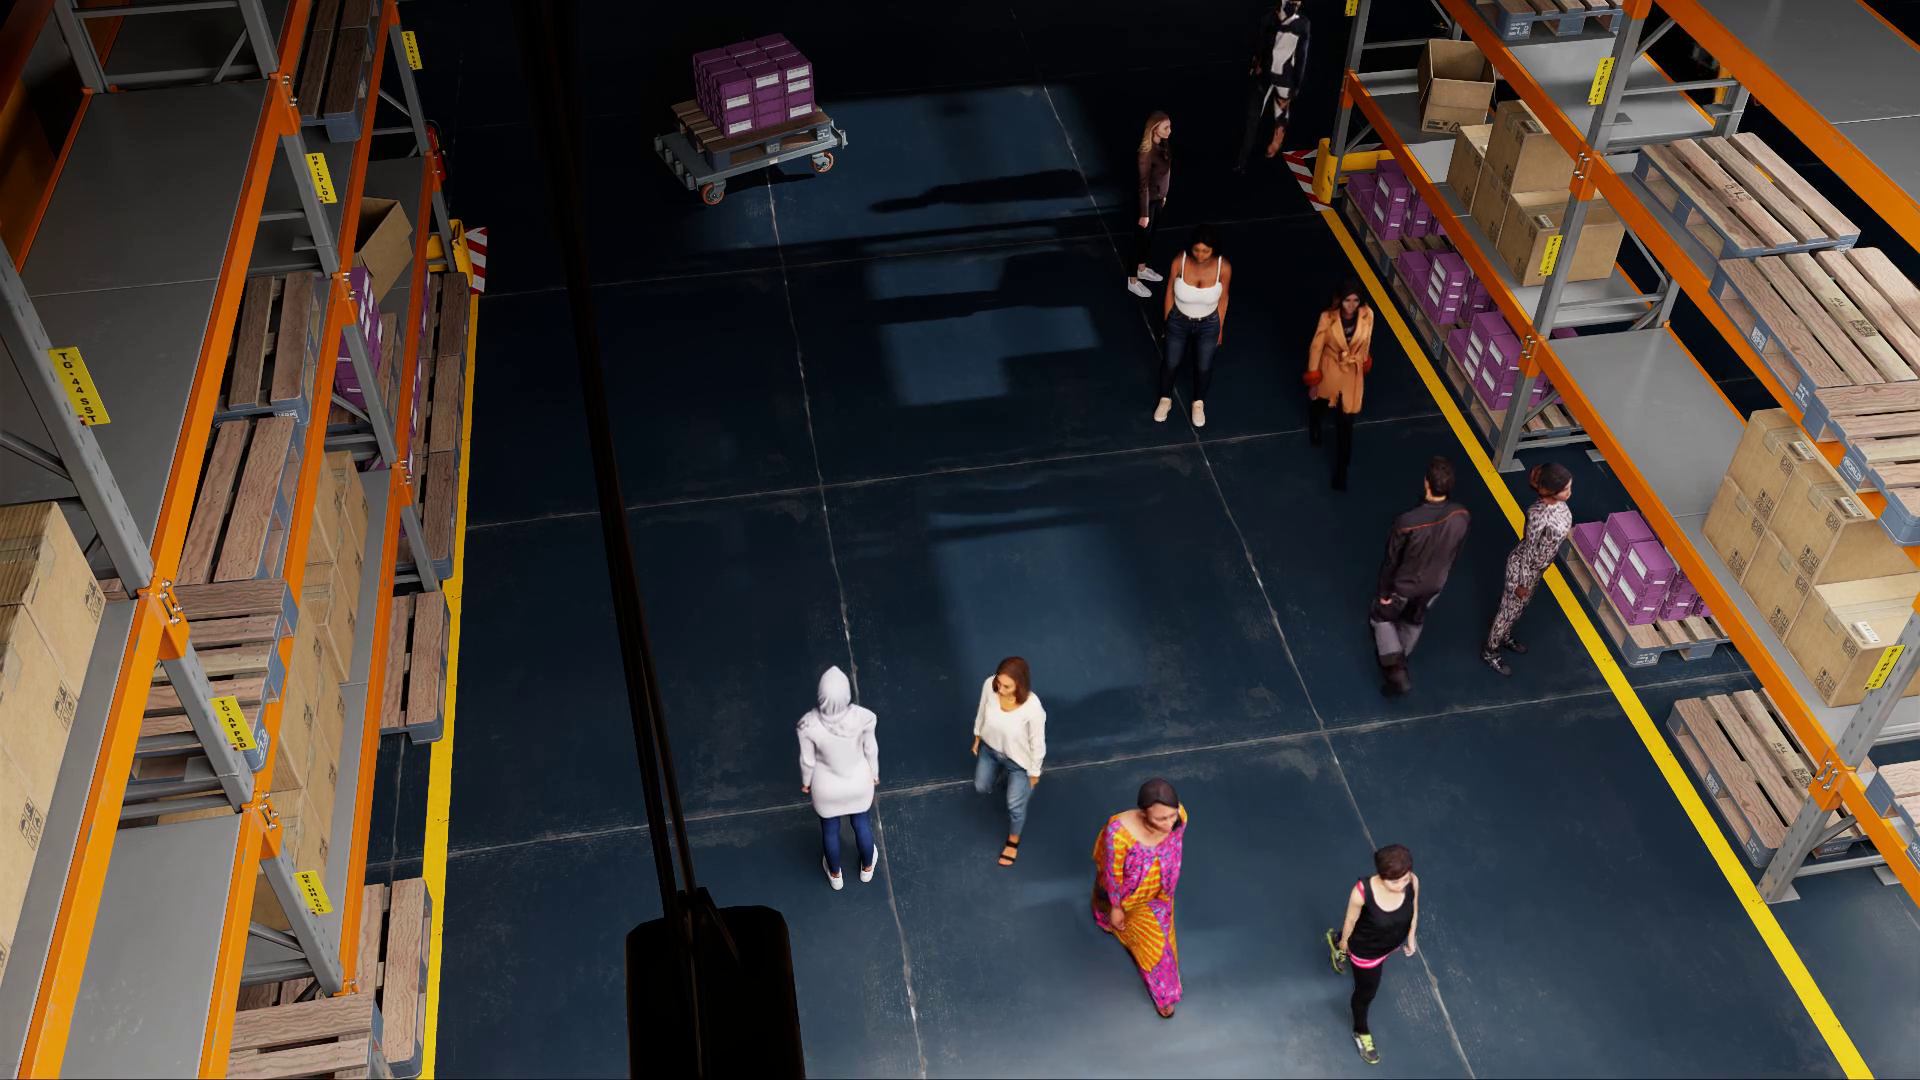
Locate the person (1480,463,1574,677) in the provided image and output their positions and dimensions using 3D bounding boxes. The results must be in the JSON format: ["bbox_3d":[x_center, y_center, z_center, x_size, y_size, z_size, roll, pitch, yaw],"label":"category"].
[{"bbox_3d":[3.729,0.169,10.916,0.735,1.714,0.681,28,50,27],"label":"person"}]

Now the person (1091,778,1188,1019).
[{"bbox_3d":[0.966,1.816,9.237,0.708,1.645,1.213,-10,45,-11],"label":"person"}]

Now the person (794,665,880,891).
[{"bbox_3d":[-0.687,1.389,9.591,0.608,1.775,0.536,-6,44,-6],"label":"person"}]

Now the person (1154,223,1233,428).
[{"bbox_3d":[1.788,-1.671,12.782,0.720,1.805,0.720,7,44,8],"label":"person"}]

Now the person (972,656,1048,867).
[{"bbox_3d":[0.323,1.221,9.842,0.822,1.673,0.880,27,50,25],"label":"person"}]

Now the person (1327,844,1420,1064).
[{"bbox_3d":[2.236,2.093,9.033,0.666,1.526,1.036,-14,45,-15],"label":"person"}]

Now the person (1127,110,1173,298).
[{"bbox_3d":[1.607,-2.882,14.126,0.731,1.704,0.637,20,47,20],"label":"person"}]

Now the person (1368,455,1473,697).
[{"bbox_3d":[2.938,0.292,10.630,0.702,1.930,0.846,-8,44,-8],"label":"person"}]

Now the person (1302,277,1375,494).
[{"bbox_3d":[2.789,-1.285,12.470,0.852,1.677,1.229,0,44,0],"label":"person"}]

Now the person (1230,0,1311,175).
[{"bbox_3d":[3.005,-4.366,15.587,1.189,1.837,1.290,24,49,23],"label":"person"}]
